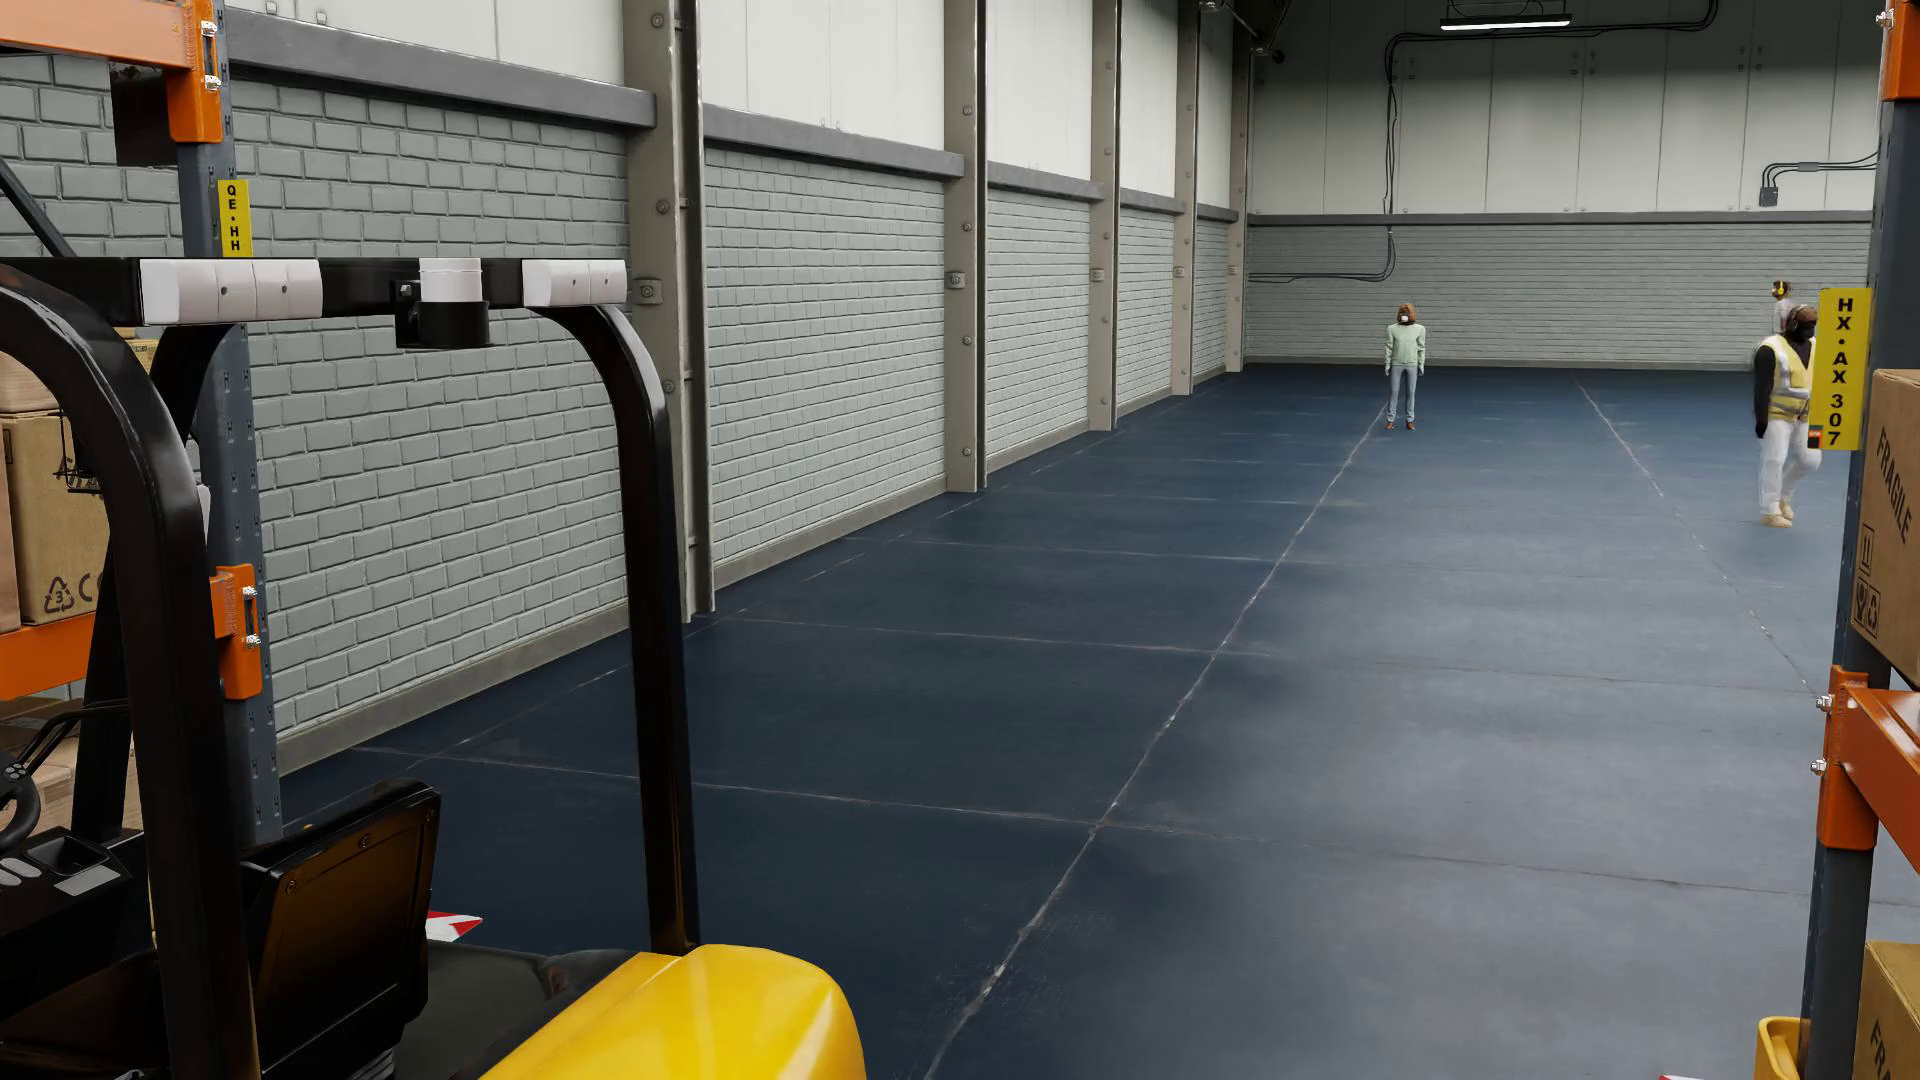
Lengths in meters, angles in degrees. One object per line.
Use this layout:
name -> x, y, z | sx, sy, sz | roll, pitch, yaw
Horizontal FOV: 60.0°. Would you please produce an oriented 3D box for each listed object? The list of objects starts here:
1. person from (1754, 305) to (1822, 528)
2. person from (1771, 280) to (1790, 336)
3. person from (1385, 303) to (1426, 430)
person -> 6.742, -1.000, 13.540 | 0.653, 1.823, 0.432 | -2, 10, -13
person -> 13.265, -3.254, 26.848 | 0.488, 1.861, 0.539 | 3, 10, 18
person -> 5.735, -2.234, 21.457 | 0.504, 1.631, 0.280 | 2, 10, 12
